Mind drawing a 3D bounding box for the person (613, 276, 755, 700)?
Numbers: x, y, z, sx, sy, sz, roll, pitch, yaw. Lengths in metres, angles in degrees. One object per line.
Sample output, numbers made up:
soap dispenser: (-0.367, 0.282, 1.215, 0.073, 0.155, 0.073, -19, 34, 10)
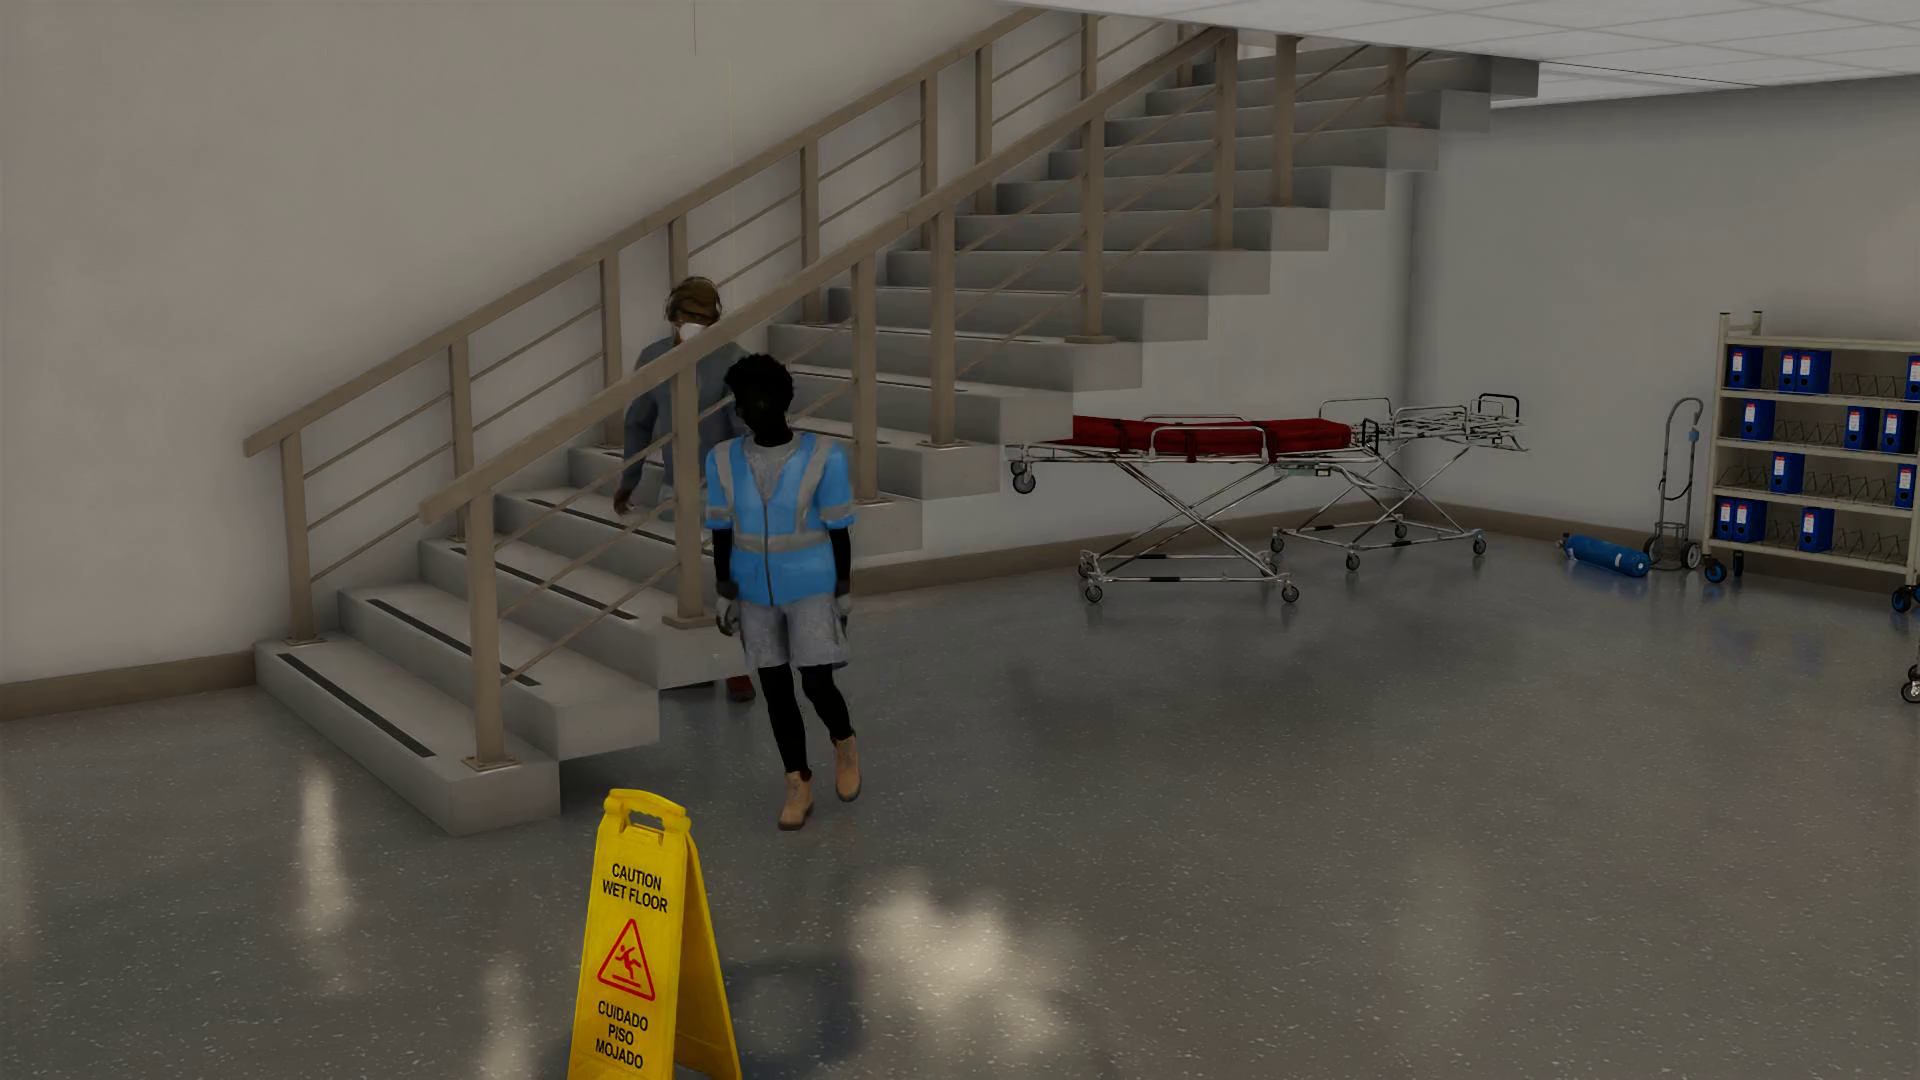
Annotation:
person: (-1.213, -0.221, 7.495, 0.797, 1.922, 0.396, 6, 11, 31)

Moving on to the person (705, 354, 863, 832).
person: (-0.624, 0.182, 5.848, 0.521, 1.675, 0.391, 2, 10, 12)
